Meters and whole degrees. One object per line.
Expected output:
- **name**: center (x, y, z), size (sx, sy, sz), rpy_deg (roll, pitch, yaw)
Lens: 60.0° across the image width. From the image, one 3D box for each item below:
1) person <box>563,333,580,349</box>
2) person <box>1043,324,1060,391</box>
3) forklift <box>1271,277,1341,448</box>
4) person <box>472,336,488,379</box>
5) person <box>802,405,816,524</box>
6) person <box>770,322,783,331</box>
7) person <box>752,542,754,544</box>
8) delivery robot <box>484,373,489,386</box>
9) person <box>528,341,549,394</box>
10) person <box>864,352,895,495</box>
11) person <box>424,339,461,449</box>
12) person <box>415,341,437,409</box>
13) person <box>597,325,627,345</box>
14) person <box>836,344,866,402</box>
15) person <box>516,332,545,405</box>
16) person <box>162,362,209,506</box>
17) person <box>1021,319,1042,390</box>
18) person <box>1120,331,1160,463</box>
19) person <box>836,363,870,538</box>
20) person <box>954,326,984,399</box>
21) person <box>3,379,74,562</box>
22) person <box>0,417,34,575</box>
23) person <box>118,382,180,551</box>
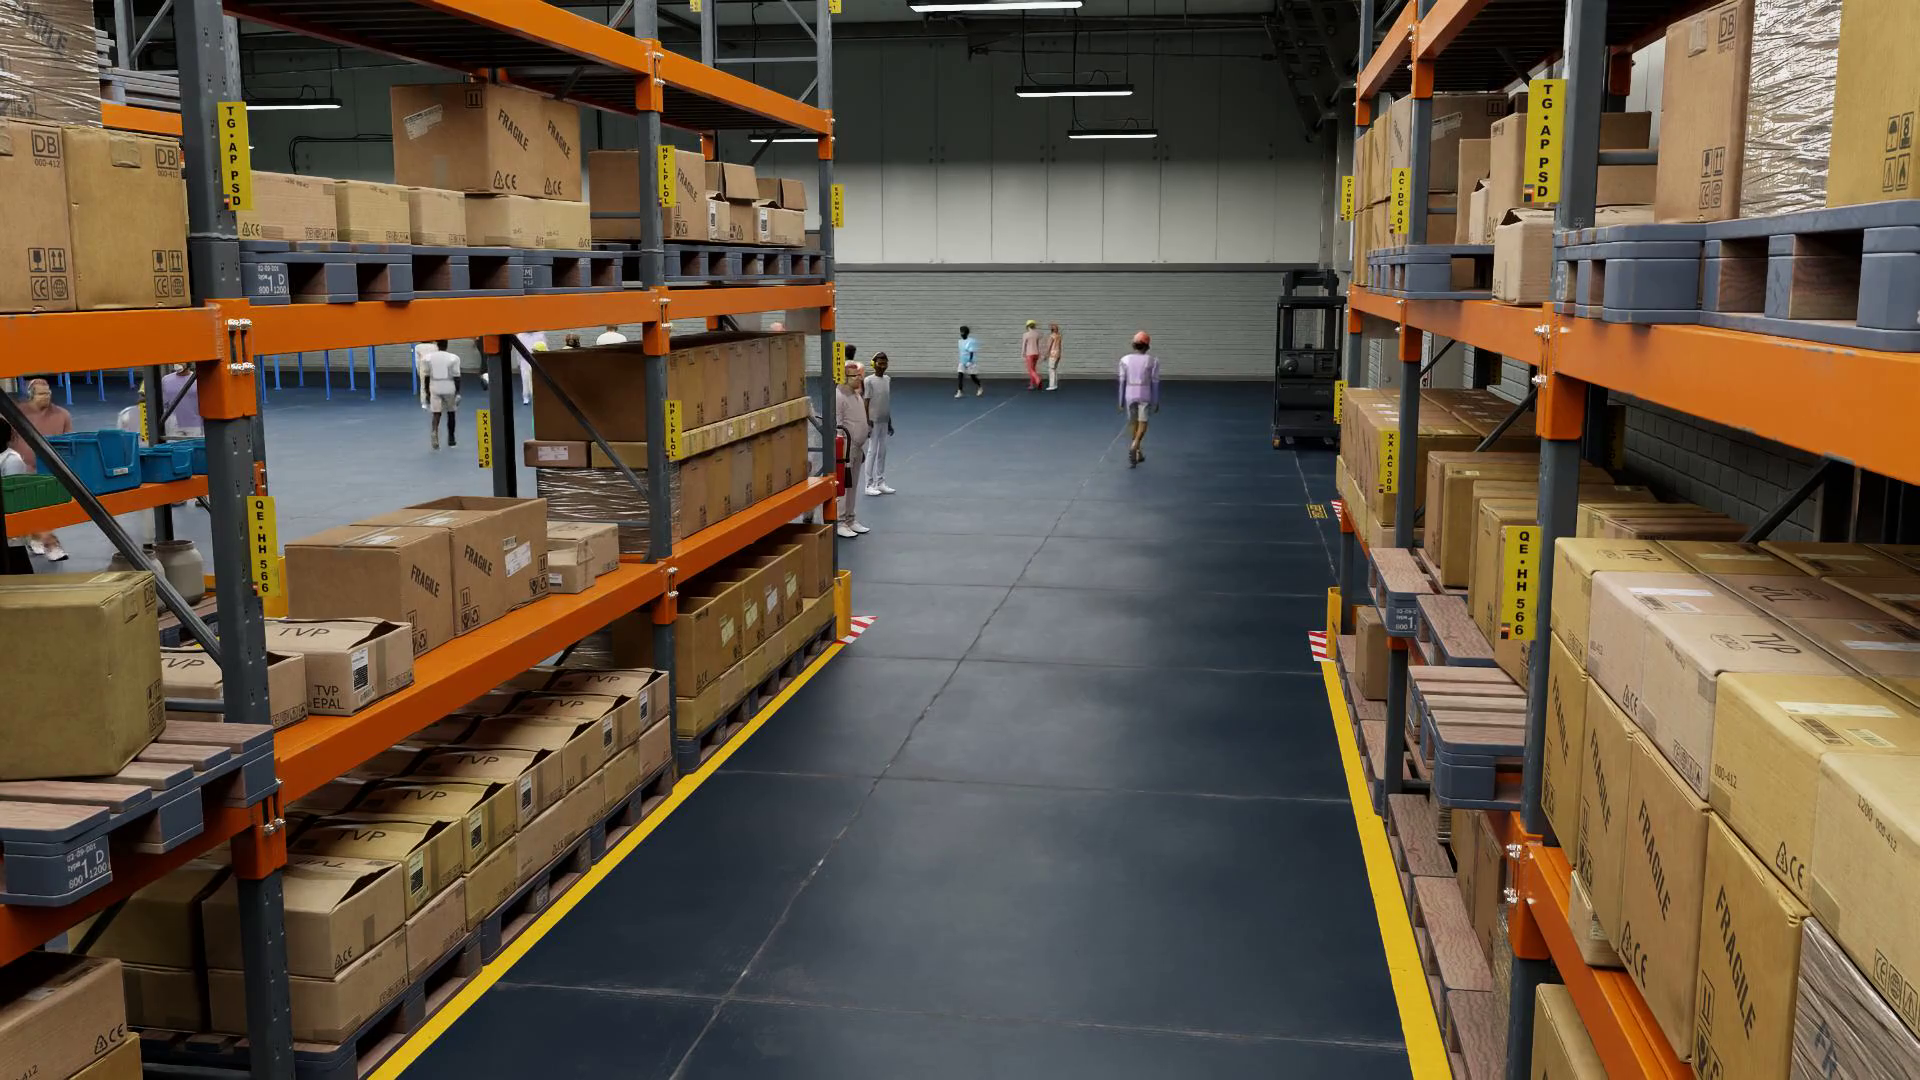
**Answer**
- **person**: center (-6.764, -2.696, 29.071), size (0.430, 1.841, 0.624), rpy_deg (-6, 11, -31)
- **person**: center (2.281, -4.484, 40.738), size (0.374, 1.625, 0.521), rpy_deg (4, 10, 23)
- **forklift**: center (5.847, -3.016, 27.970), size (1.129, 2.768, 1.873), rpy_deg (1, 9, 9)
- **person**: center (-12.720, -5.333, 44.841), size (0.958, 2.000, 0.695), rpy_deg (5, 10, 28)
- **person**: center (-1.864, -0.945, 18.411), size (0.591, 1.801, 0.838), rpy_deg (2, 9, 10)
- **person**: center (-3.327, -3.058, 30.920), size (0.625, 1.969, 0.785), rpy_deg (-8, 12, -40)
- **person**: center (-1.982, -0.523, 16.286), size (0.308, 1.638, 0.511), rpy_deg (0, 9, 0)
- **delivery robot**: center (-11.377, -3.967, 40.698), size (0.477, 0.478, 0.707), rpy_deg (-7, 12, -38)
- **person**: center (-6.878, -2.383, 27.361), size (0.524, 1.769, 0.308), rpy_deg (7, 12, 38)
- **person**: center (-1.056, -1.529, 21.797), size (0.310, 1.863, 0.532), rpy_deg (7, 11, 36)
- **person**: center (-8.463, -2.440, 27.171), size (0.620, 1.939, 0.785), rpy_deg (0, 9, -3)
- **person**: center (-11.296, -3.606, 35.300), size (0.500, 1.636, 0.280), rpy_deg (0, 9, 3)
- **person**: center (-7.018, -3.490, 33.653), size (0.630, 1.938, 0.366), rpy_deg (1, 9, 8)
- **person**: center (-1.850, -2.469, 28.114), size (0.552, 1.683, 0.361), rpy_deg (1, 9, 9)
- **person**: center (-9.456, -3.938, 36.676), size (0.659, 1.864, 0.983), rpy_deg (-1, 9, -5)
- **person**: center (-9.648, -1.397, 20.748), size (0.627, 1.940, 0.372), rpy_deg (0, 9, -2)
- **person**: center (1.797, -4.502, 40.506), size (0.537, 1.731, 0.596), rpy_deg (-7, 12, -38)
- **person**: center (2.692, -2.152, 25.206), size (0.618, 2.018, 0.878), rpy_deg (4, 10, 23)
- **person**: center (-1.215, -1.002, 18.406), size (0.407, 1.910, 0.638), rpy_deg (3, 10, 19)
- **person**: center (0.205, -4.111, 38.318), size (0.533, 1.668, 0.754), rpy_deg (8, 12, 41)
- **person**: center (-9.344, -0.720, 16.923), size (1.089, 1.847, 0.659), rpy_deg (7, 12, 37)
- **person**: center (-8.138, -0.213, 14.202), size (0.531, 1.692, 0.320), rpy_deg (7, 12, 39)
- **person**: center (-8.463, -0.791, 17.456), size (0.605, 1.791, 0.807), rpy_deg (0, 9, 1)
